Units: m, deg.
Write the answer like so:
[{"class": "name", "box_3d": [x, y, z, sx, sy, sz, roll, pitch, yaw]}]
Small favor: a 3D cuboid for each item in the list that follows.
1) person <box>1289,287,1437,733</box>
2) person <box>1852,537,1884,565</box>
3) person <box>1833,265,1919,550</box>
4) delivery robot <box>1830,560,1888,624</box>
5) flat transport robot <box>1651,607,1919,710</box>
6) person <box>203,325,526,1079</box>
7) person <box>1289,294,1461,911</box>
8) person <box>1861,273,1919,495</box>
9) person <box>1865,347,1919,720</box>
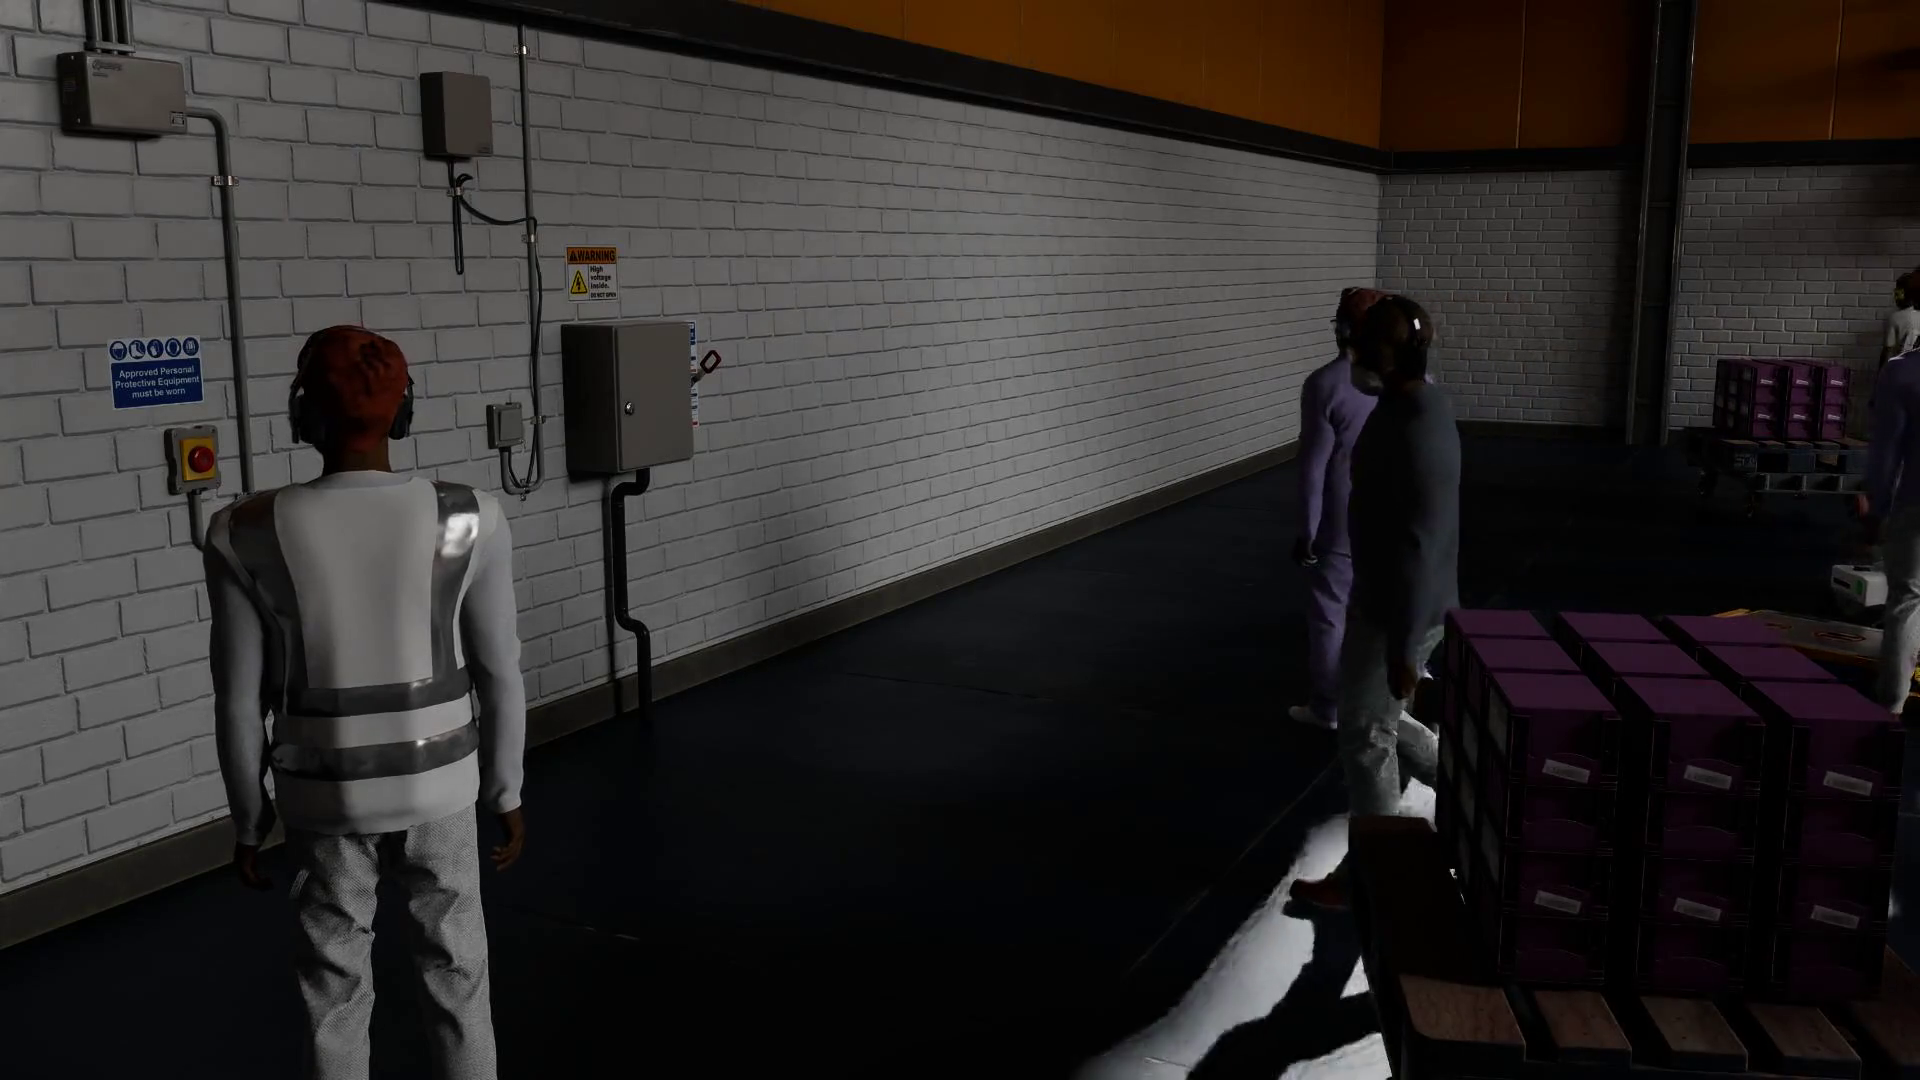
[{"class": "person", "box_3d": [1.660, -0.091, 6.838, 0.658, 1.887, 0.682, -4, 11, -24]}, {"class": "person", "box_3d": [5.729, -0.538, 9.706, 0.863, 1.808, 0.634, 1, 10, 7]}, {"class": "person", "box_3d": [6.236, -0.838, 10.941, 0.869, 1.957, 0.614, 4, 11, 21]}, {"class": "delivery robot", "box_3d": [4.833, 0.253, 8.435, 0.707, 0.478, 0.477, 1, 10, 4]}, {"class": "flat transport robot", "box_3d": [4.078, 0.536, 7.892, 0.652, 0.197, 1.431, -7, 12, -36]}, {"class": "person", "box_3d": [-1.156, 0.520, 3.318, 0.578, 1.884, 0.353, -4, 10, -20]}, {"class": "person", "box_3d": [1.347, 0.231, 4.912, 0.601, 1.910, 0.662, 2, 10, 14]}, {"class": "person", "box_3d": [7.657, -1.241, 13.578, 0.563, 1.856, 0.385, -3, 10, -16]}, {"class": "person", "box_3d": [4.153, -0.129, 6.994, 0.629, 1.925, 0.407, 3, 10, 18]}]
